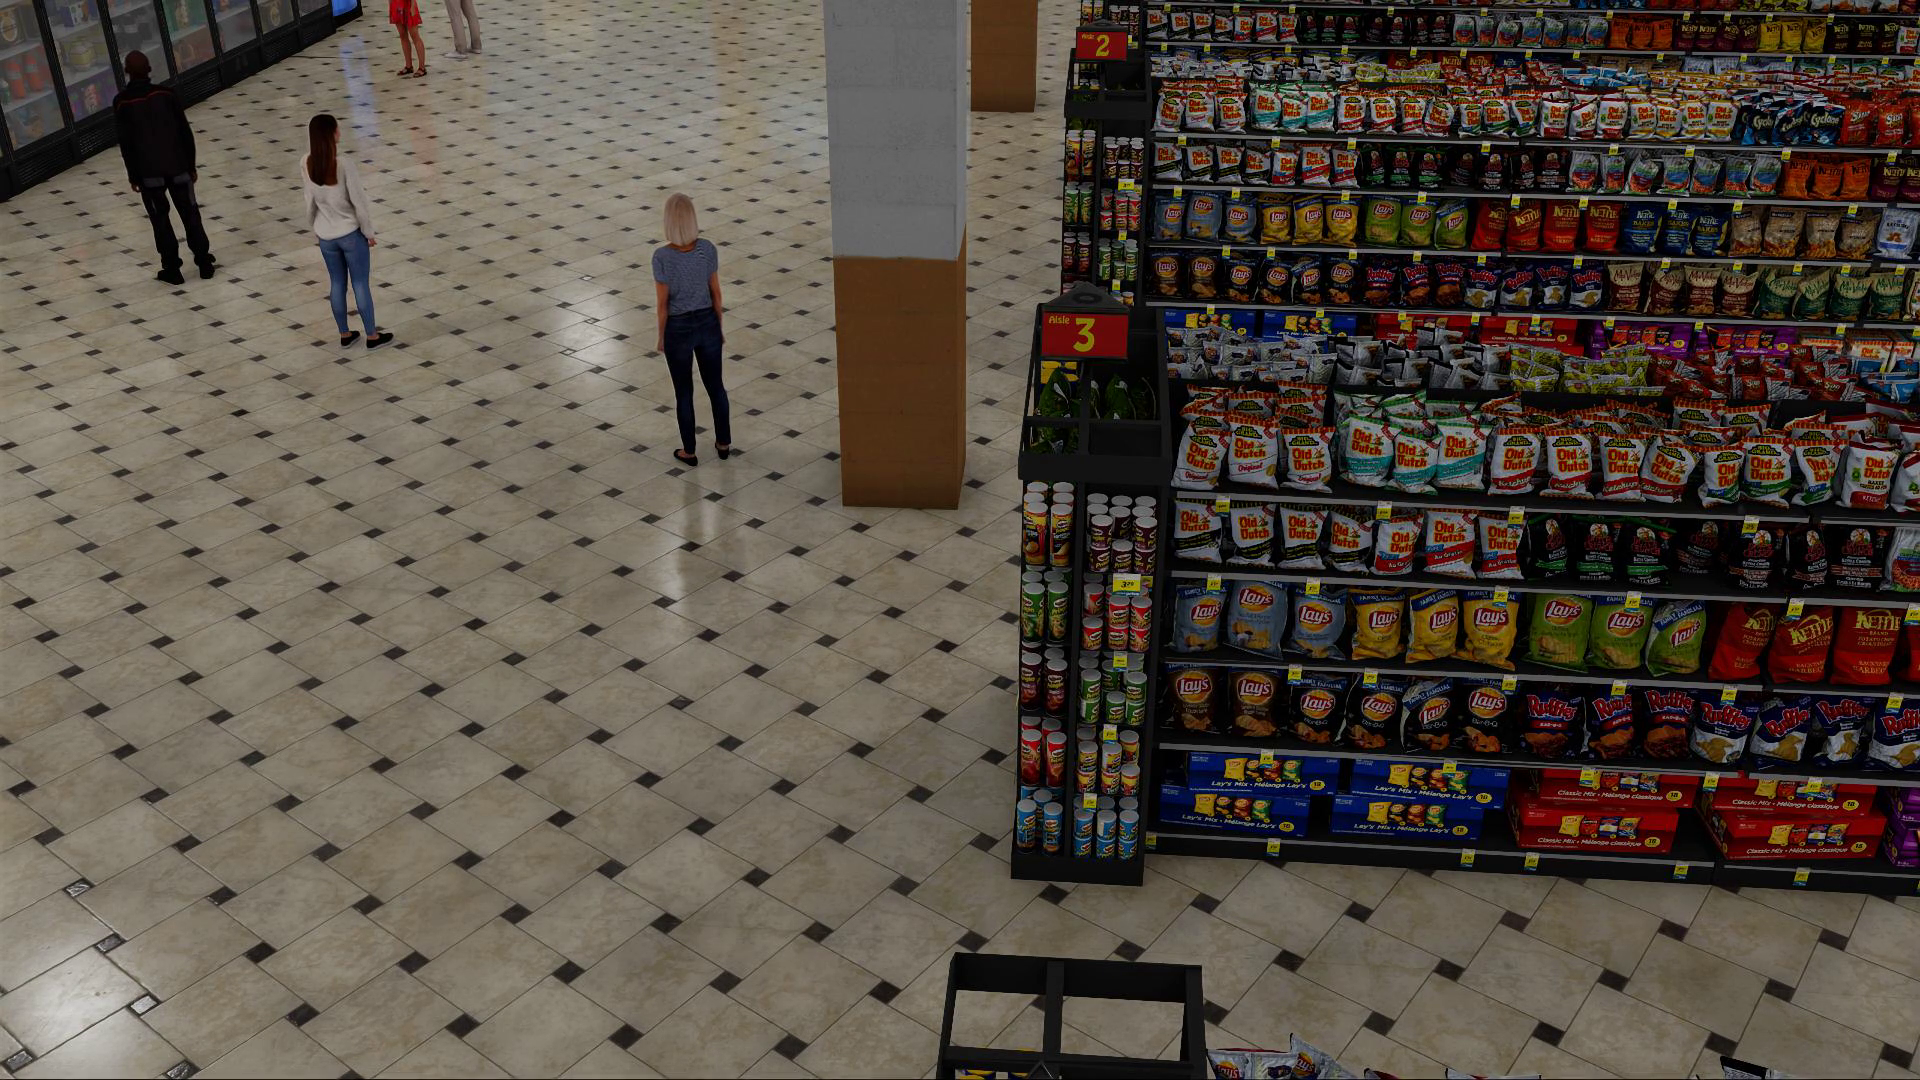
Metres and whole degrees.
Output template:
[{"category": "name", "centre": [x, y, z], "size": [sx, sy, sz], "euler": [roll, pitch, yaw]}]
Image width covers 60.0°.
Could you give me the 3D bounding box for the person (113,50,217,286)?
[{"category": "person", "centre": [-6.260, -2.921, 13.050], "size": [0.772, 1.825, 0.852], "euler": [-19, 34, -30]}]

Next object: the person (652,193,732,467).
[{"category": "person", "centre": [-1.635, -1.276, 10.146], "size": [0.615, 1.722, 0.723], "euler": [-13, 31, -23]}]

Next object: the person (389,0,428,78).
[{"category": "person", "centre": [-6.453, -6.213, 19.323], "size": [0.598, 1.593, 0.707], "euler": [14, 32, 24]}]

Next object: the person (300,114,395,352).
[{"category": "person", "centre": [-4.395, -2.180, 11.832], "size": [0.539, 1.692, 0.718], "euler": [7, 29, 13]}]

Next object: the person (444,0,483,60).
[{"category": "person", "centre": [-6.117, -6.816, 20.148], "size": [0.694, 1.860, 0.757], "euler": [13, 31, 22]}]
